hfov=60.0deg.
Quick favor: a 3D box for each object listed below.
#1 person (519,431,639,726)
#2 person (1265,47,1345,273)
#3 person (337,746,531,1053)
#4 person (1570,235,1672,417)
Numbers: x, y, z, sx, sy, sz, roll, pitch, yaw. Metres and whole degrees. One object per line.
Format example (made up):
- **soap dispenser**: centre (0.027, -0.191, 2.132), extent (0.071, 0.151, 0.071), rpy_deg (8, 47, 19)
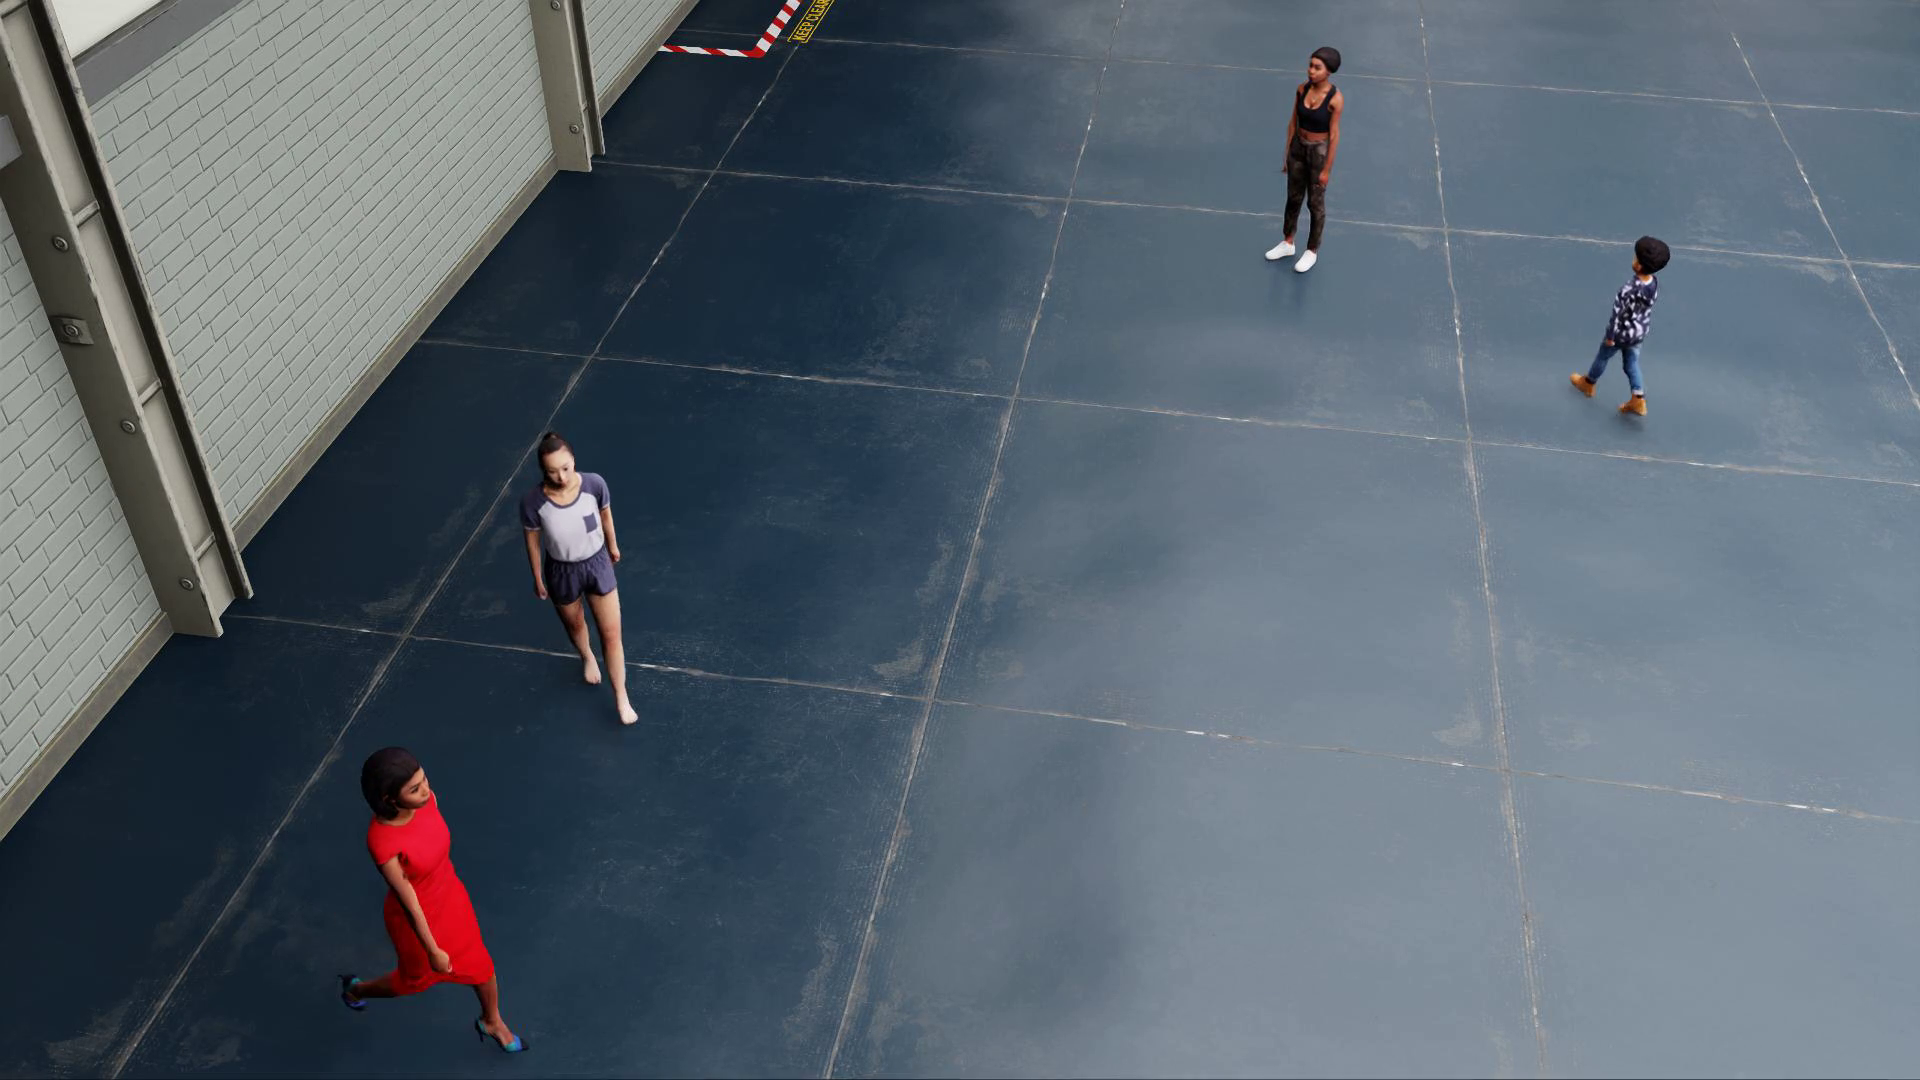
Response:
- **person**: centre (-1.978, 0.122, 8.536), extent (0.880, 1.626, 1.019), rpy_deg (-13, 40, -16)
- **person**: centre (2.583, -2.806, 12.219), extent (0.706, 1.699, 0.663), rpy_deg (-29, 46, -31)
- **person**: centre (-2.232, 1.505, 6.700), extent (0.701, 1.710, 1.014), rpy_deg (10, 39, 13)
- **person**: centre (4.355, -1.355, 10.745), extent (0.780, 1.230, 0.919), rpy_deg (-16, 41, -19)
